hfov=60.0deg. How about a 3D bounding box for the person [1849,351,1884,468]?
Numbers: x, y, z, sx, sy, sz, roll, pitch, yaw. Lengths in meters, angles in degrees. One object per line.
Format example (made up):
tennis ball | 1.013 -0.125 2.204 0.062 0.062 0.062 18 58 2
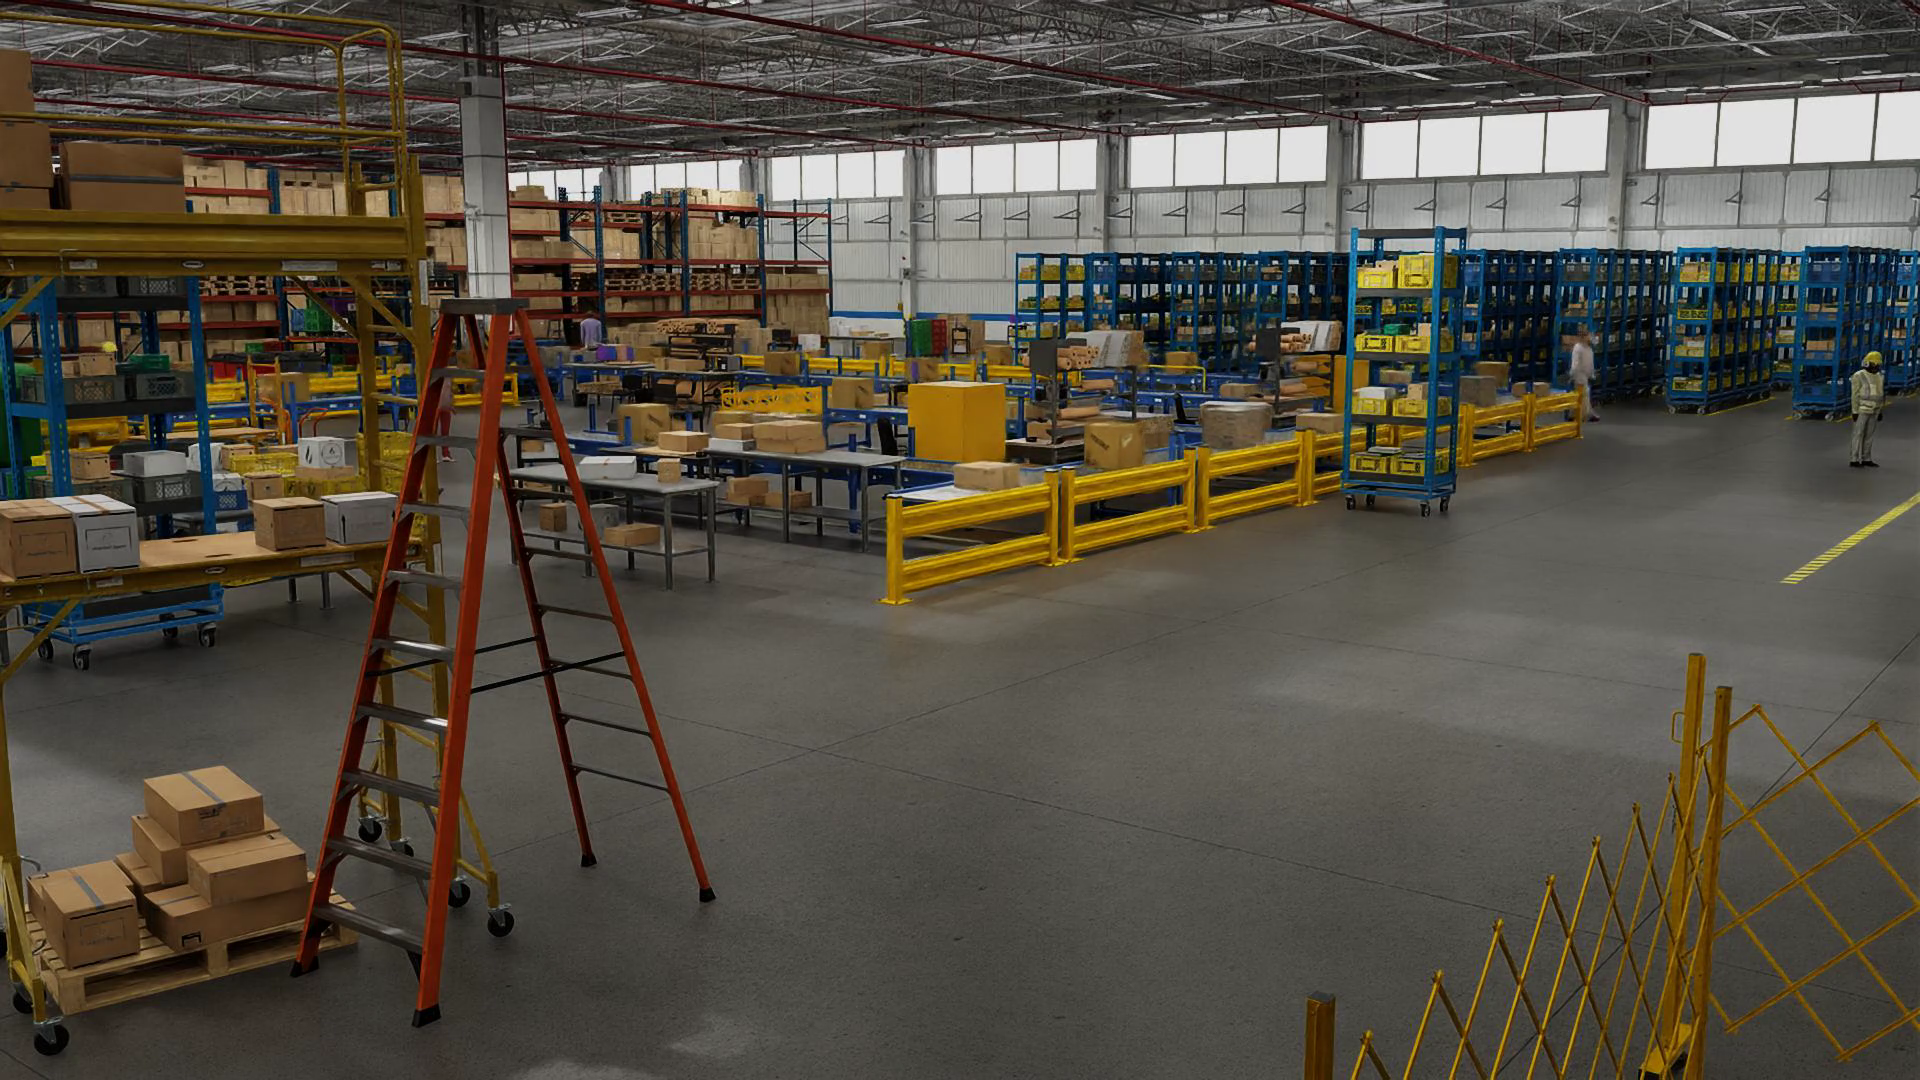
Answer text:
person | 14.180 -2.034 25.977 0.590 1.836 0.404 -3 10 -20

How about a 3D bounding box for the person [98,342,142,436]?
person | -15.344 -2.699 30.253 0.622 1.788 0.922 7 12 38

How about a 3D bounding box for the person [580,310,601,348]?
person | -11.221 -6.021 50.608 0.624 1.925 0.389 -1 9 -5

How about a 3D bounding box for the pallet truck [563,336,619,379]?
pallet truck | -10.690 -5.294 48.215 1.601 1.201 0.680 -5 10 -26

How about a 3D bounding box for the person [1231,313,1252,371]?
person | 8.674 -6.126 51.170 1.009 1.954 0.639 3 10 17

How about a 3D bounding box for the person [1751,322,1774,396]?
person | 19.927 -4.499 41.350 0.396 1.839 0.564 -9 12 -43

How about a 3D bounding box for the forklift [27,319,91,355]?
forklift | -32.965 -8.110 60.646 1.129 2.768 1.873 7 11 37

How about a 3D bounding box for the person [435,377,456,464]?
person | -8.306 -2.100 26.630 0.336 1.761 0.526 7 12 39

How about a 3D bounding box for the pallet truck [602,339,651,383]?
pallet truck | -8.991 -4.871 45.351 0.653 1.274 1.630 7 11 37

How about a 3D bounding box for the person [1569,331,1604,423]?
person | 12.820 -3.325 33.932 0.933 1.865 0.678 8 12 41

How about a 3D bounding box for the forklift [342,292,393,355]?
forklift | -16.485 -5.622 45.120 1.129 2.768 1.873 7 11 37
